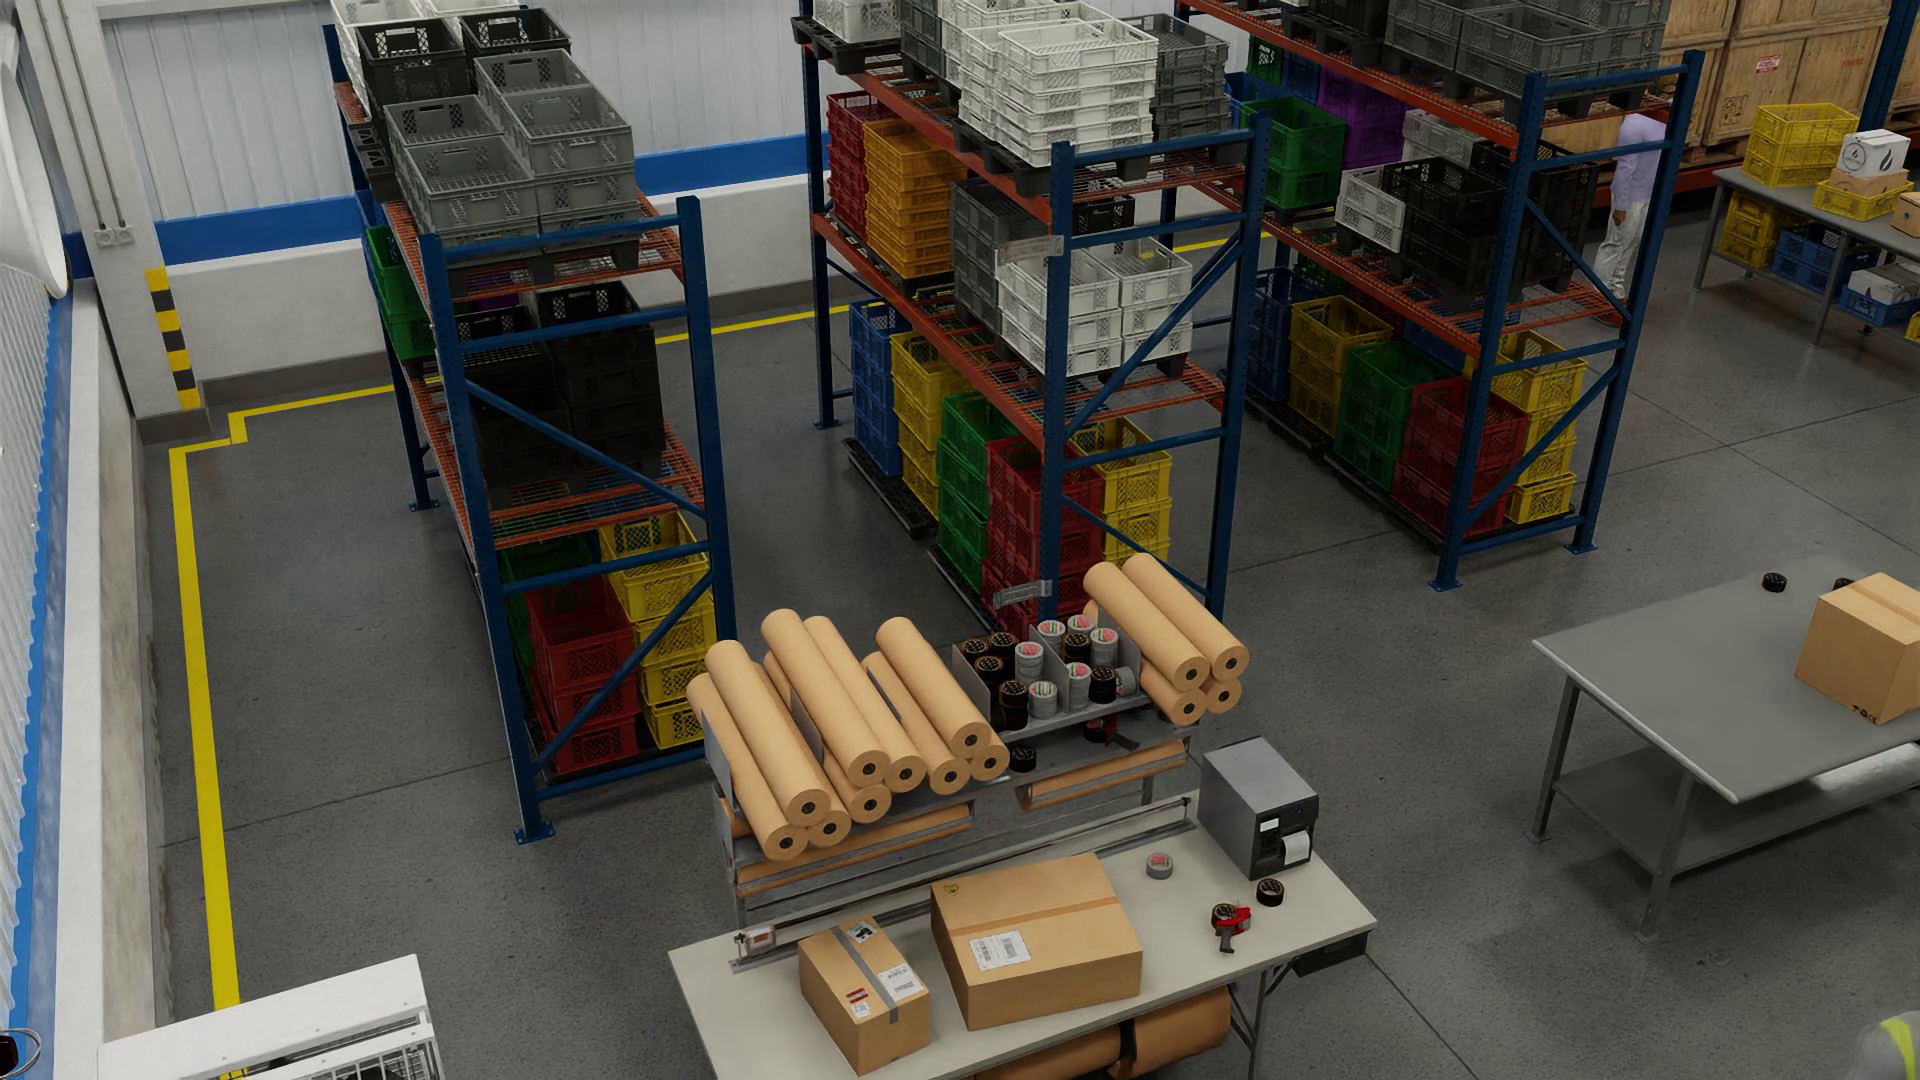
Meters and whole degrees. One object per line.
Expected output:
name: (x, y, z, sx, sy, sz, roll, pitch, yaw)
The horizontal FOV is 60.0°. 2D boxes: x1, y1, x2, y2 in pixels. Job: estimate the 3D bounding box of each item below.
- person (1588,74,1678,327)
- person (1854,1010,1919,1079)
person: (5.116, -2.591, 12.584, 0.372, 1.930, 0.631, 27, 41, 37)
person: (3.052, 2.042, 5.163, 0.630, 1.826, 0.555, 1, 32, 2)
